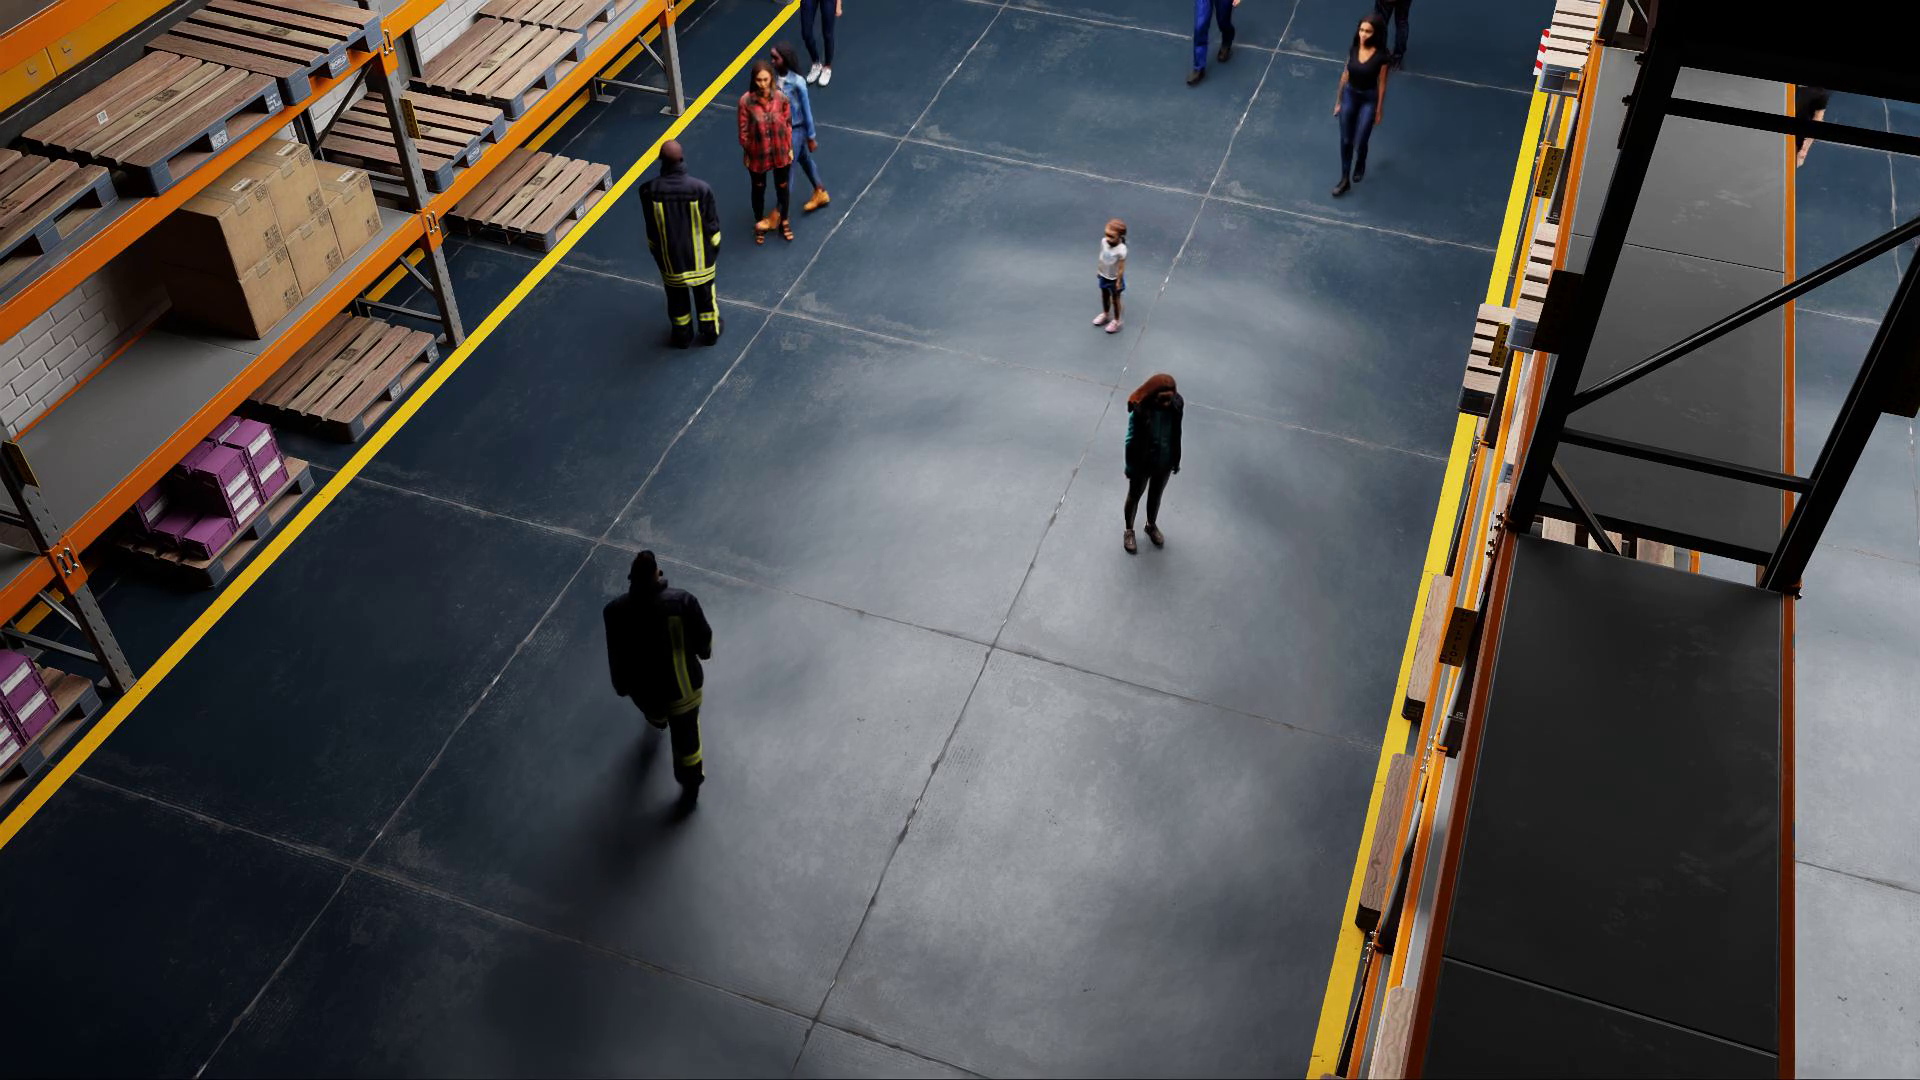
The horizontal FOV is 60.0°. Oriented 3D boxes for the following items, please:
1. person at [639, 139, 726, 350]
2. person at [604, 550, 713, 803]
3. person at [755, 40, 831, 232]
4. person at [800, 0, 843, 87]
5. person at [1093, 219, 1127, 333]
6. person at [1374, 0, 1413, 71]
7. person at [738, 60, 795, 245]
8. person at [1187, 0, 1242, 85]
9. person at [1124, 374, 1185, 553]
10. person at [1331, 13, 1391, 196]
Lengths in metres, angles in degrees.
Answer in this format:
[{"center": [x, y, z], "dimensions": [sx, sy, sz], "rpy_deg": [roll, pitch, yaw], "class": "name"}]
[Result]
[{"center": [-2.181, -2.338, 13.144], "dimensions": [0.848, 1.821, 0.828], "rpy_deg": [-3, 44, -3], "class": "person"}, {"center": [-1.755, 0.818, 9.828], "dimensions": [1.098, 1.825, 1.269], "rpy_deg": [-6, 44, -6], "class": "person"}, {"center": [-1.380, -3.597, 14.567], "dimensions": [1.181, 1.680, 0.981], "rpy_deg": [-31, 52, -28], "class": "person"}, {"center": [-1.346, -5.365, 16.359], "dimensions": [0.621, 1.768, 0.541], "rpy_deg": [13, 45, 13], "class": "person"}, {"center": [1.241, -2.176, 13.555], "dimensions": [0.518, 1.020, 0.478], "rpy_deg": [-29, 51, -27], "class": "person"}, {"center": [4.340, -5.532, 16.478], "dimensions": [0.879, 1.846, 0.904], "rpy_deg": [-11, 45, -11], "class": "person"}, {"center": [-1.644, -3.330, 14.272], "dimensions": [0.706, 1.702, 0.726], "rpy_deg": [-9, 44, -9], "class": "person"}, {"center": [2.582, -5.509, 16.447], "dimensions": [0.806, 1.856, 1.188], "rpy_deg": [21, 47, 20], "class": "person"}, {"center": [1.322, -0.563, 11.513], "dimensions": [0.687, 1.501, 0.734], "rpy_deg": [-11, 45, -11], "class": "person"}, {"center": [3.612, -3.915, 14.867], "dimensions": [0.671, 1.727, 0.749], "rpy_deg": [26, 49, 24], "class": "person"}]
